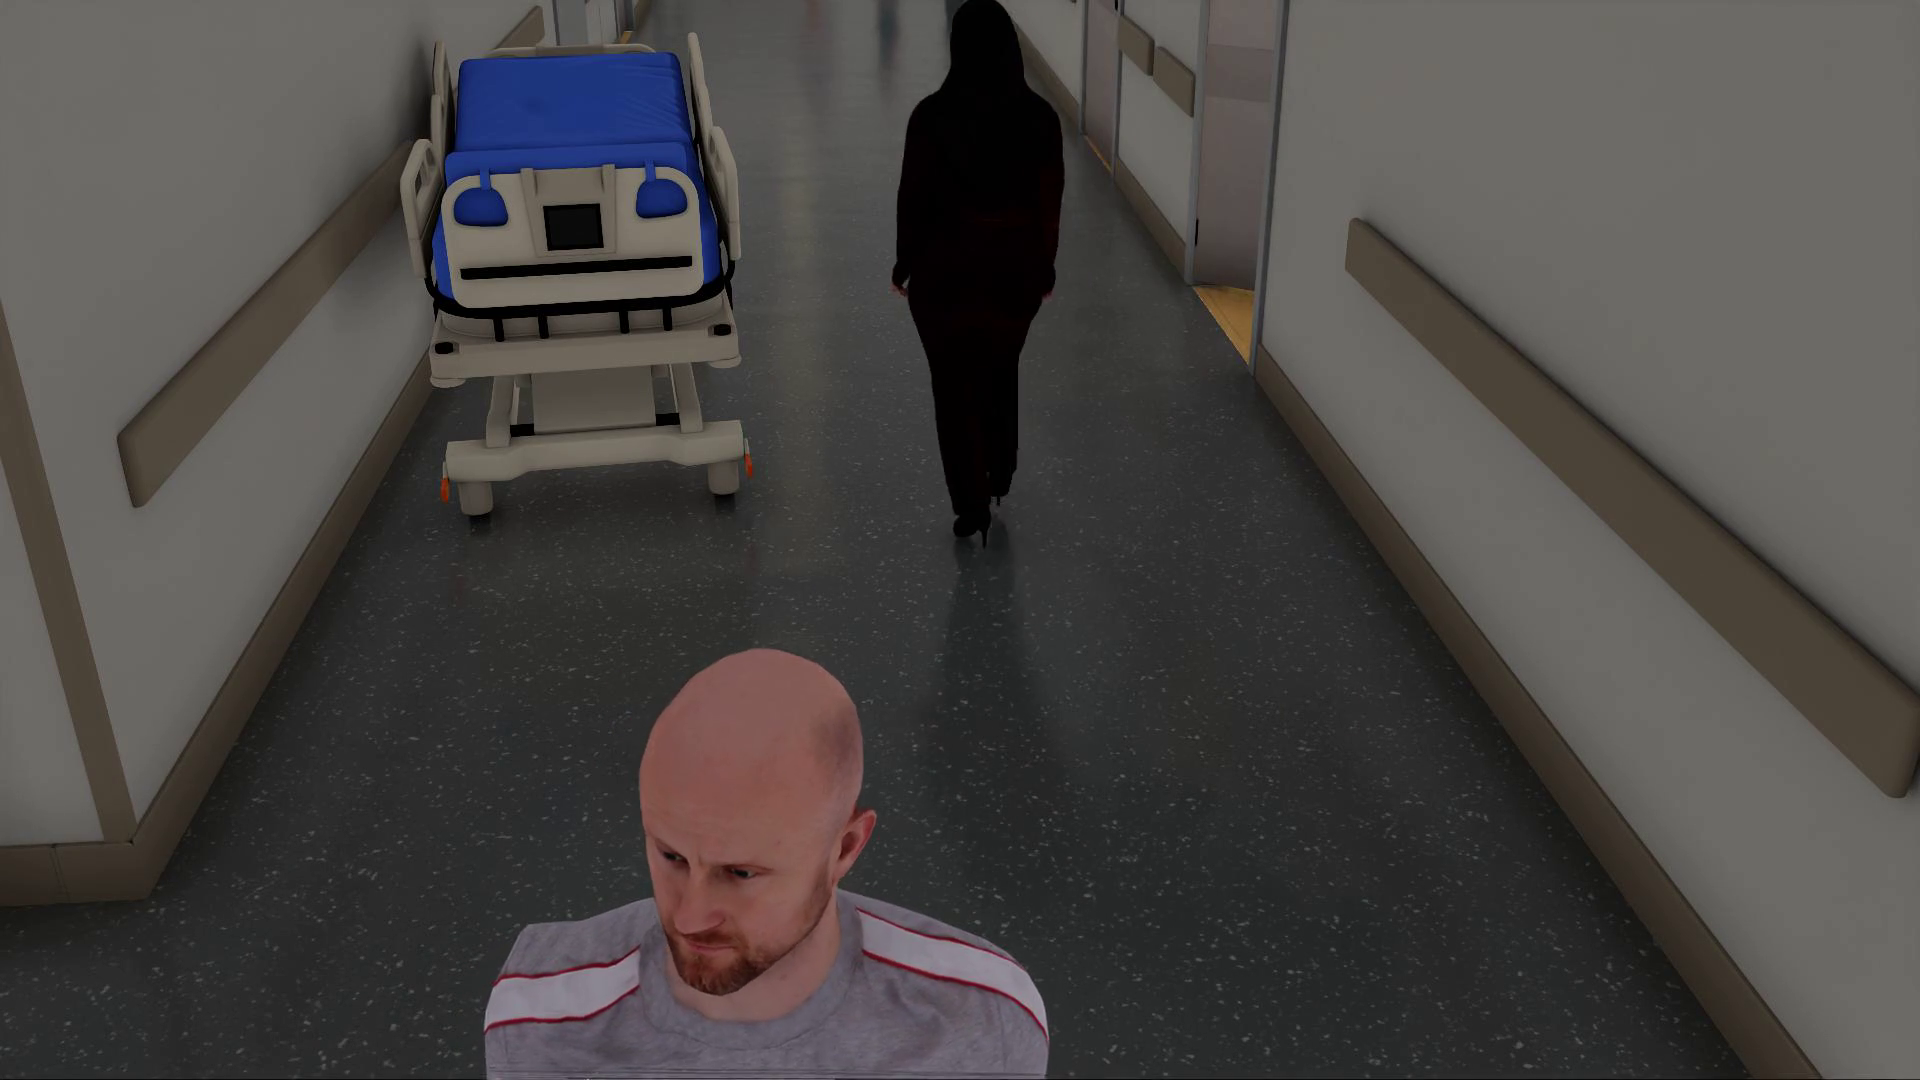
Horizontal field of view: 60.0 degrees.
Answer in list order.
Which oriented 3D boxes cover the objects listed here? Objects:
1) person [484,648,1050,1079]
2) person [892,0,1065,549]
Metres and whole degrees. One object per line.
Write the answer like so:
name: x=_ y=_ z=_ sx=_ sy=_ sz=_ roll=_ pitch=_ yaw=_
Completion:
person: x=-0.173 y=0.900 z=1.685 sx=0.562 sy=1.834 sz=0.737 roll=1 pitch=26 yaw=1
person: x=0.099 y=-0.791 z=5.299 sx=0.744 sy=1.739 sz=0.828 roll=-11 pitch=28 yaw=-21
